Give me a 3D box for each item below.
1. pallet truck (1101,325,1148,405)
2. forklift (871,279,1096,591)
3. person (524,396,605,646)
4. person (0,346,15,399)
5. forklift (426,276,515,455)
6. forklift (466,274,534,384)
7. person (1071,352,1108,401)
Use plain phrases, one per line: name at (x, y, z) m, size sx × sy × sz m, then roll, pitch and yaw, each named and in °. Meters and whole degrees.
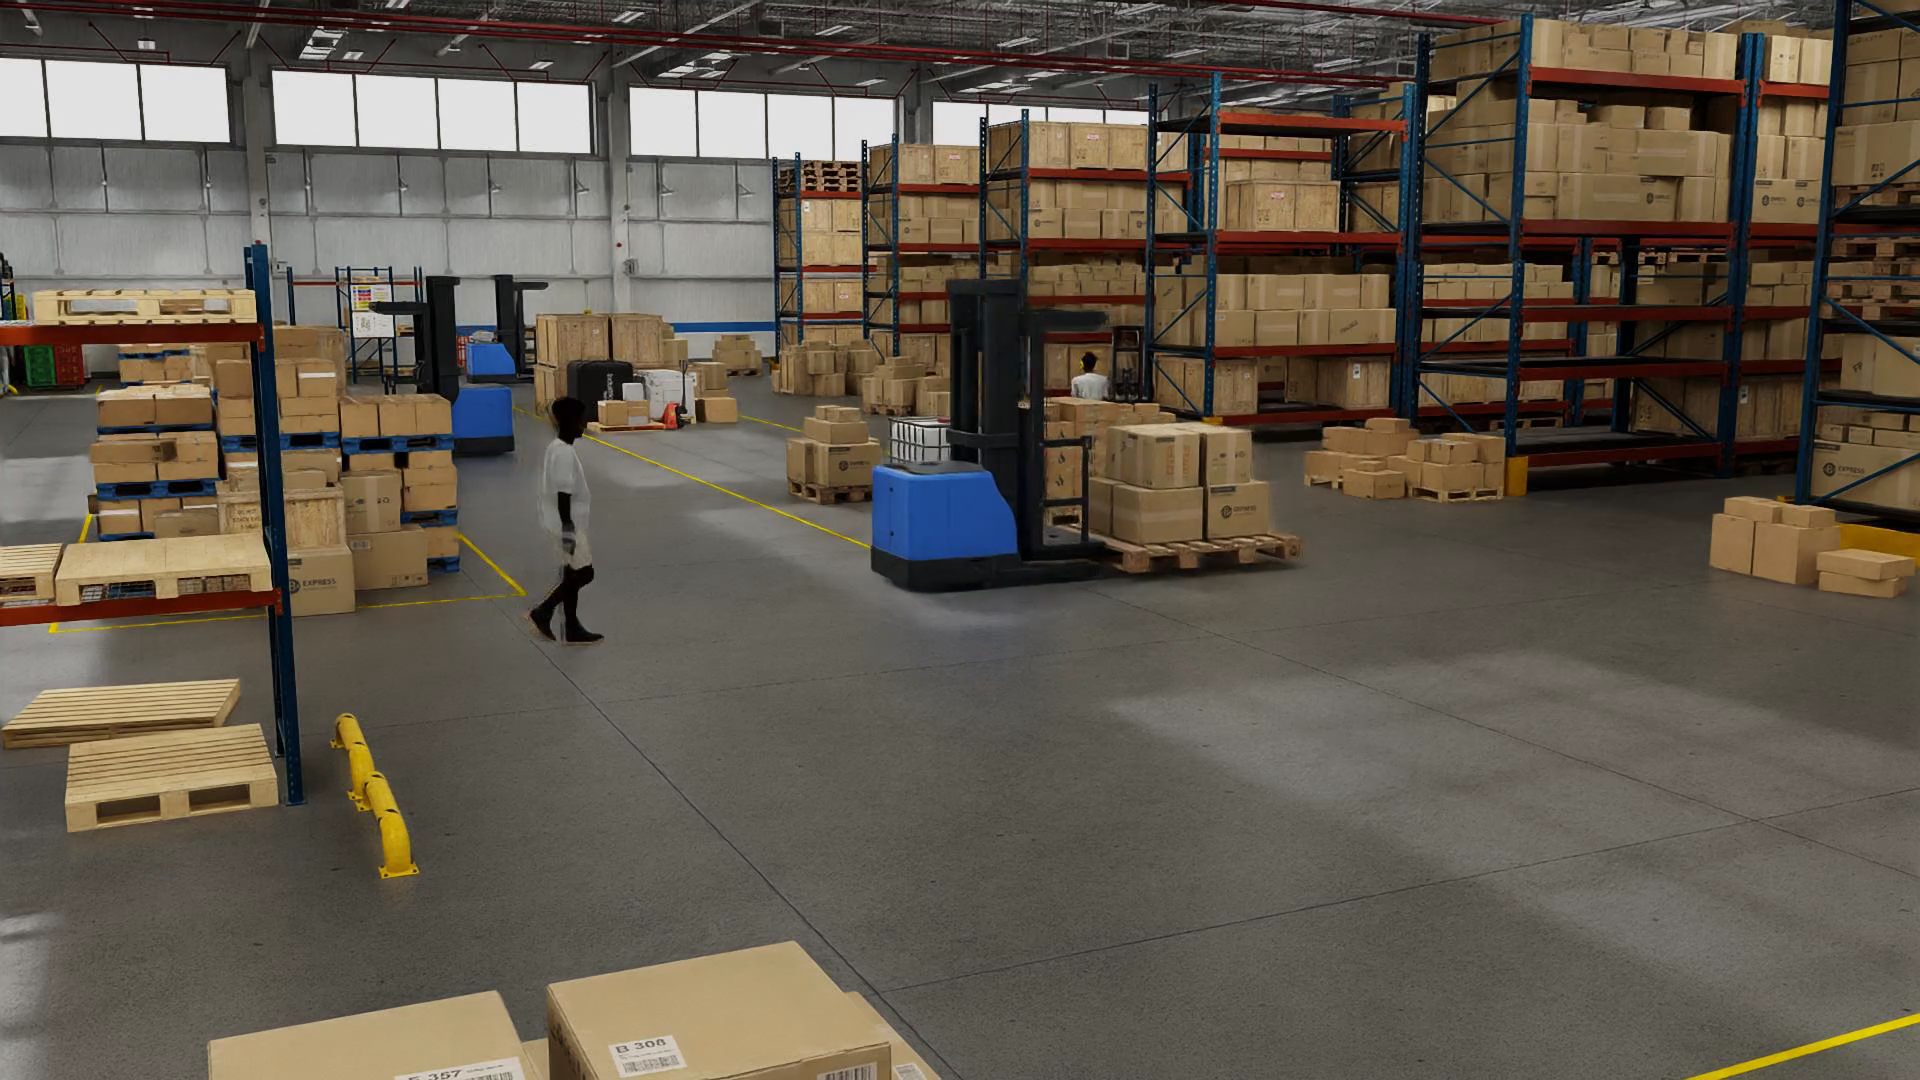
pallet truck at (2.881, -2.596, 27.923) m, size 0.823 × 1.965 × 1.885 m, roll -1°, pitch 9°, yaw -7°
forklift at (0.192, -1.033, 15.494) m, size 1.873 × 2.768 × 1.129 m, roll -4°, pitch 10°, yaw -25°
person at (-3.035, -0.126, 12.732) m, size 0.495 × 1.953 × 0.640 m, roll -2°, pitch 9°, yaw -14°
person at (-22.151, -4.197, 38.240) m, size 0.650 × 1.873 × 1.025 m, roll -7°, pitch 12°, yaw -38°
forklift at (-8.069, -2.737, 26.069) m, size 1.873 × 2.768 × 1.129 m, roll -4°, pitch 10°, yaw -25°
forklift at (-11.570, -5.352, 42.295) m, size 1.873 × 2.768 × 1.129 m, roll -4°, pitch 10°, yaw -25°
person at (1.660, -1.568, 22.051) m, size 0.555 × 1.830 × 0.913 m, roll -3°, pitch 9°, yaw -15°
